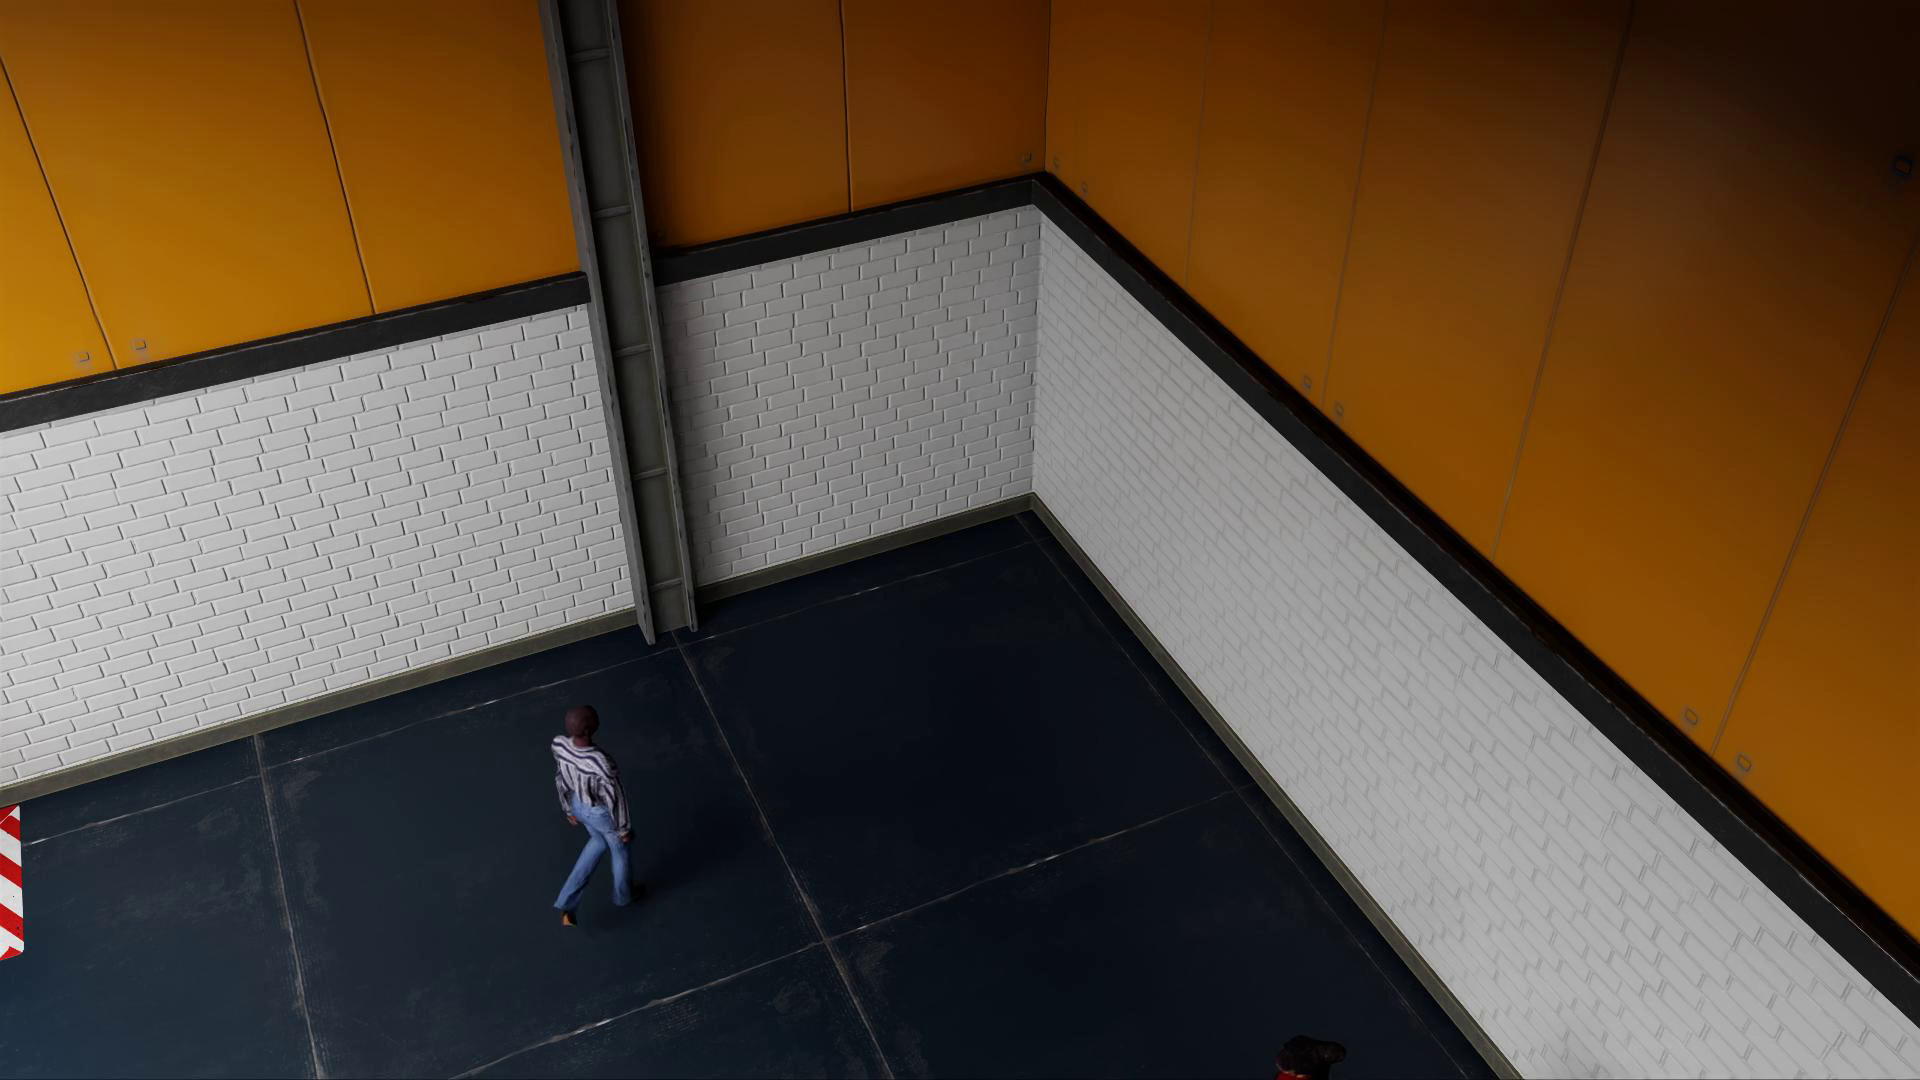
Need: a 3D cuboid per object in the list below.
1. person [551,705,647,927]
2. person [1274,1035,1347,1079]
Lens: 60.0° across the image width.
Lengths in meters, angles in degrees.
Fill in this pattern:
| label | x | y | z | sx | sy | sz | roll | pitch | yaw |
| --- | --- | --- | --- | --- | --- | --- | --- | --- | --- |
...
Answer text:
| label | x | y | z | sx | sy | sz | roll | pitch | yaw |
| --- | --- | --- | --- | --- | --- | --- | --- | --- | --- |
| person | -2.201 | 1.699 | 9.913 | 0.882 | 1.779 | 1.000 | 23 | 44 | 26 |
| person | 1.806 | 3.038 | 8.380 | 1.022 | 1.598 | 0.933 | 14 | 41 | 17 |
